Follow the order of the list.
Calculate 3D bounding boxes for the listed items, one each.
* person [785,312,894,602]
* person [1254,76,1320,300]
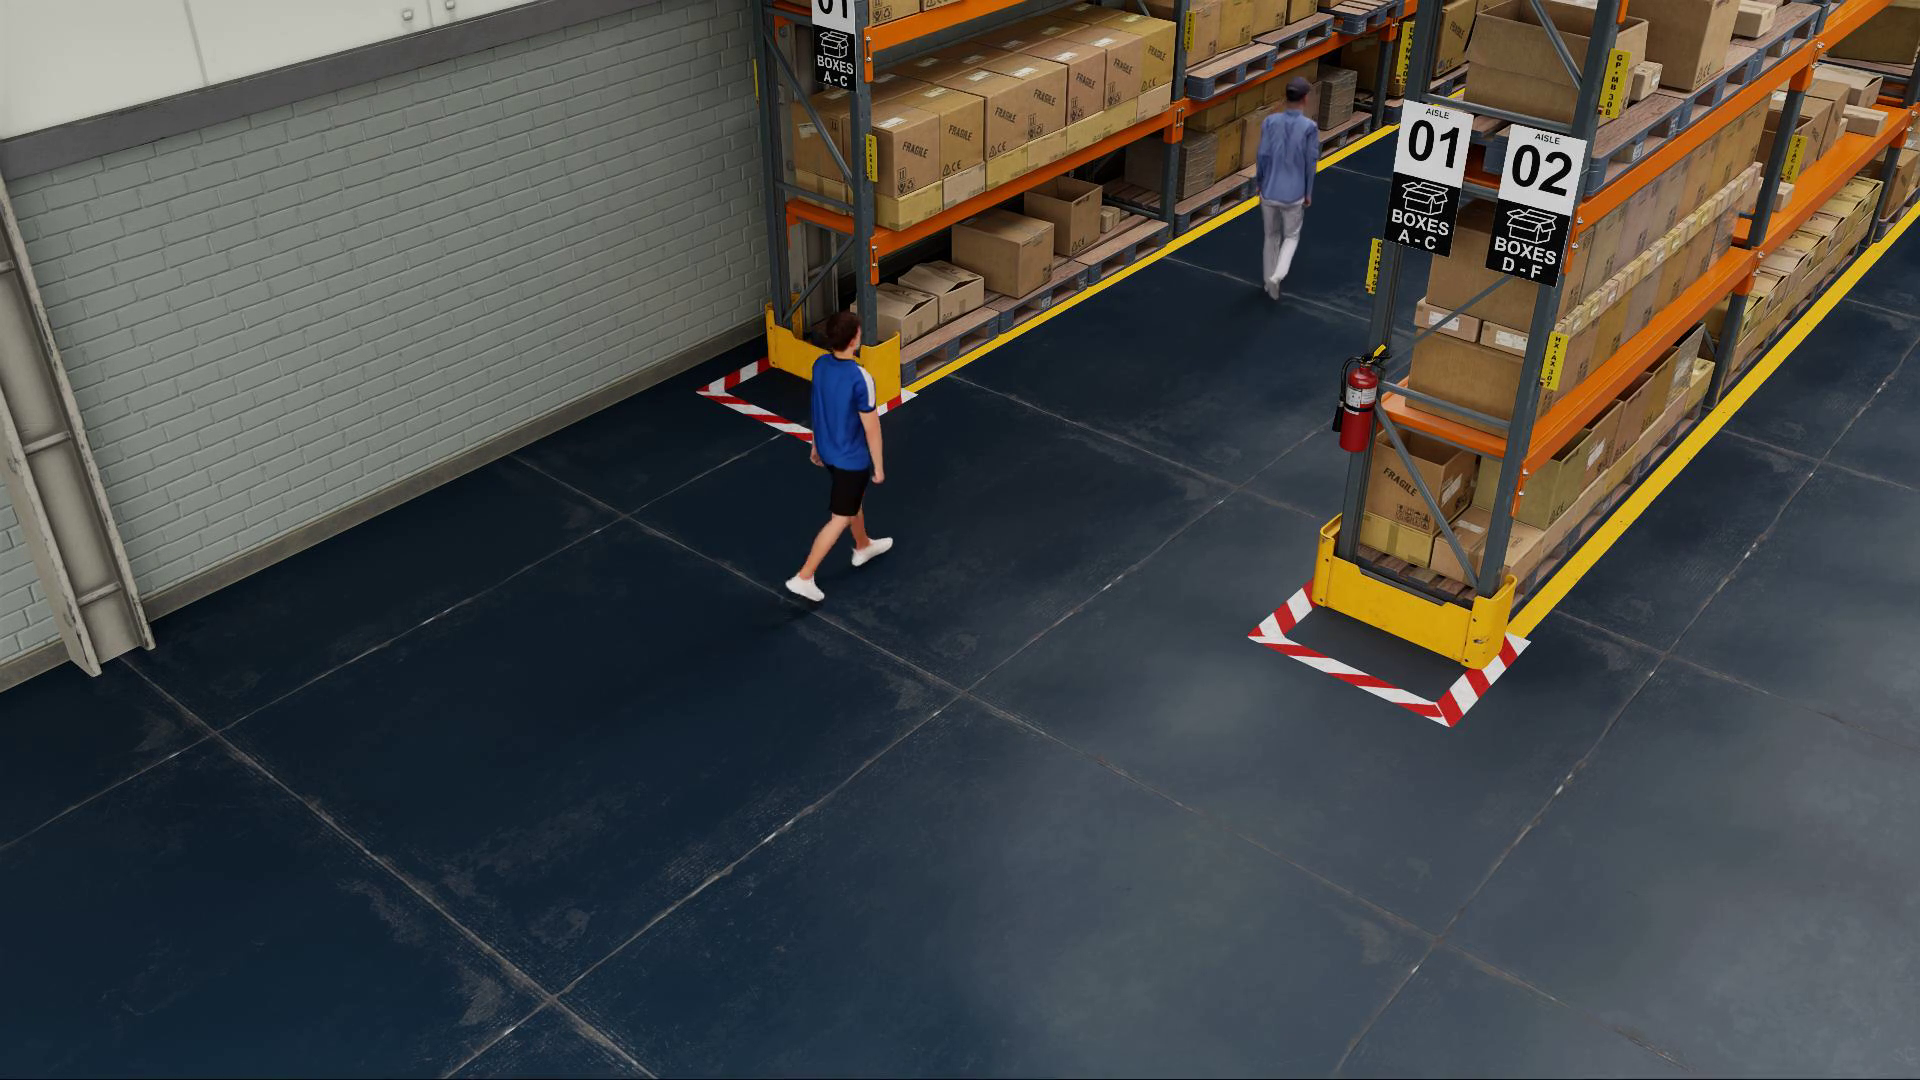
[{"bbox_3d":[-0.778,-0.480,10.106,0.685,1.827,1.204,28,42,36],"label":"person"},{"bbox_3d":[2.654,-2.855,13.718,0.818,1.870,0.981,12,35,18],"label":"person"}]
